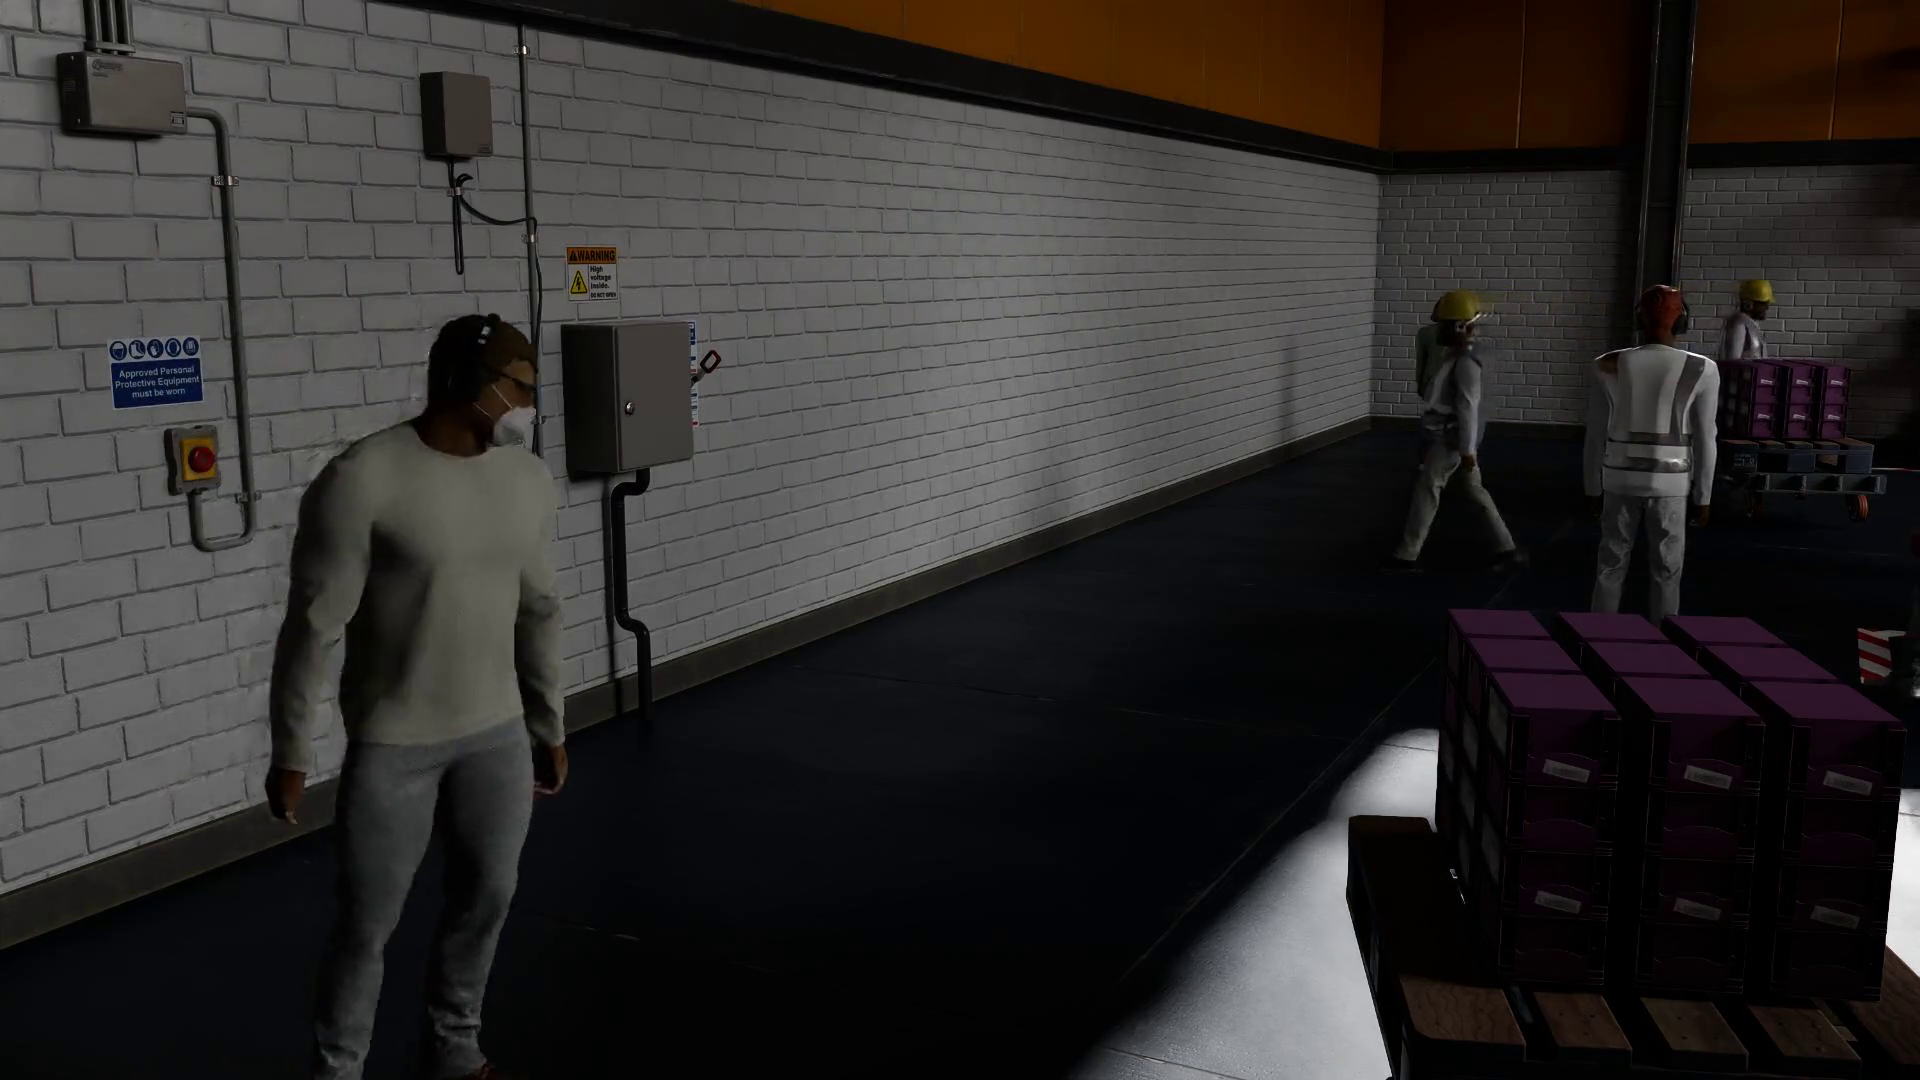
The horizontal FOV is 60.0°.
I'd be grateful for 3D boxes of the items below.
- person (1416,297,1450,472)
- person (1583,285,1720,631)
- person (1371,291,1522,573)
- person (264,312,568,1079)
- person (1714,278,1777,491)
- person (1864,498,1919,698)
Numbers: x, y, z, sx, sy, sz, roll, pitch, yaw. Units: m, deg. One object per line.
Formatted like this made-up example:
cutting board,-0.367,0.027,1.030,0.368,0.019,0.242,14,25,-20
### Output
person,4.438,-1.423,15.317,0.500,1.628,0.266,7,12,34
person,3.185,-0.235,7.719,0.580,1.878,0.343,7,12,34
person,3.128,-0.667,10.456,0.914,1.795,0.584,3,10,15
person,-1.223,0.449,3.707,0.453,1.894,0.782,8,13,39
person,6.589,-1.291,14.005,0.430,1.806,0.622,5,11,27
person,4.425,-0.082,7.290,0.492,1.705,0.774,-7,12,-33
